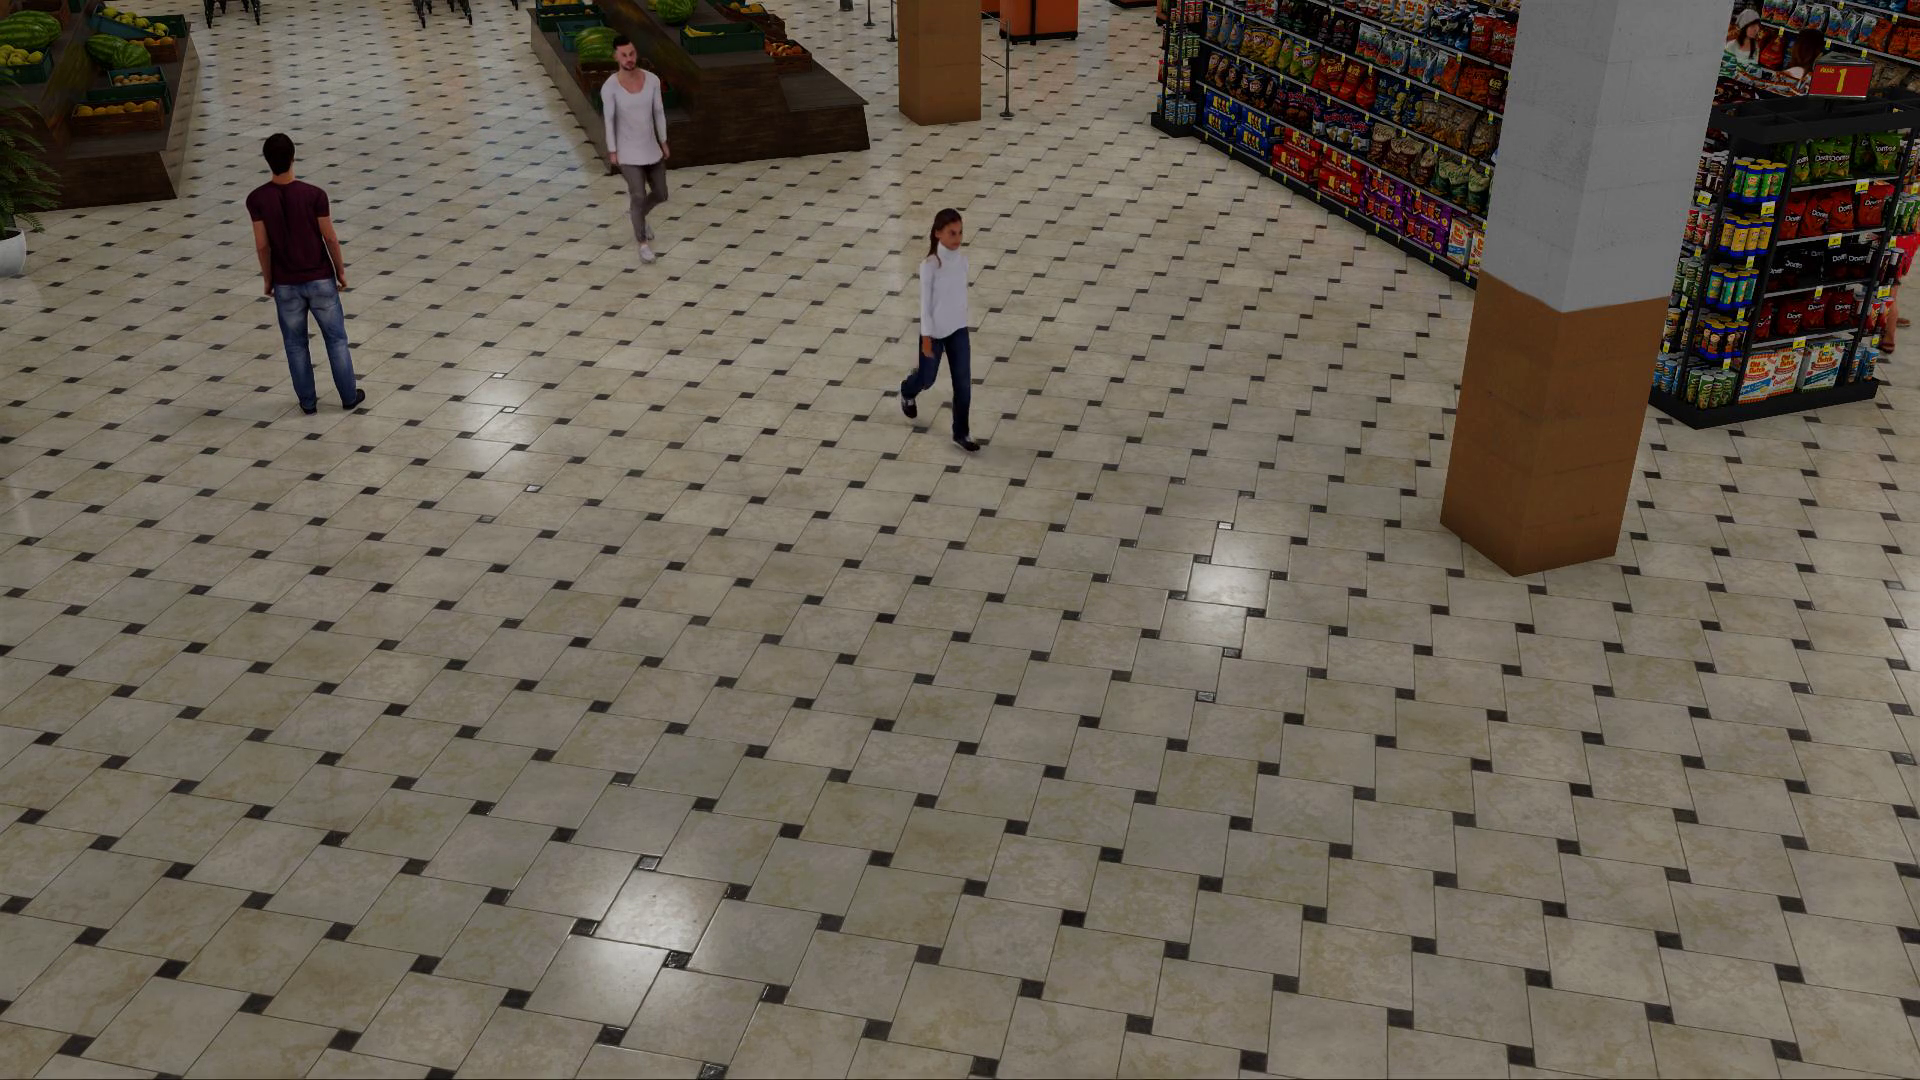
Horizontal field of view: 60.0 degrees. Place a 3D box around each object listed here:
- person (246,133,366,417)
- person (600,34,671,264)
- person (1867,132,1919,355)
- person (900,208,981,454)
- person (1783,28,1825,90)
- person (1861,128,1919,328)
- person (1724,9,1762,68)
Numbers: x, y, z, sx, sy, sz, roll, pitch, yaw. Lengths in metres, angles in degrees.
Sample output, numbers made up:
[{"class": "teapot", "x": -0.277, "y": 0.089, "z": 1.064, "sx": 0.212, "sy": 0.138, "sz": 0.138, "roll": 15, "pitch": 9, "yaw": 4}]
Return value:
[{"class": "person", "x": -4.266, "y": -1.711, "z": 10.794, "sx": 0.678, "sy": 1.852, "sz": 0.551, "roll": -8, "pitch": 30, "yaw": -14}, {"class": "person", "x": -2.650, "y": -3.200, "z": 13.552, "sx": 0.797, "sy": 1.822, "sz": 0.932, "roll": -18, "pitch": 33, "yaw": -29}, {"class": "person", "x": 6.659, "y": -2.049, "z": 11.712, "sx": 0.643, "sy": 1.566, "sz": 0.650, "roll": -6, "pitch": 29, "yaw": -11}, {"class": "person", "x": -0.147, "y": -1.329, "z": 10.423, "sx": 0.626, "sy": 1.537, "sz": 1.002, "roll": -16, "pitch": 32, "yaw": -27}, {"class": "person", "x": 6.898, "y": -3.355, "z": 13.876, "sx": 0.635, "sy": 1.784, "sz": 0.587, "roll": -16, "pitch": 33, "yaw": -27}, {"class": "person", "x": 6.900, "y": -2.457, "z": 12.106, "sx": 0.704, "sy": 1.905, "sz": 0.656, "roll": -17, "pitch": 33, "yaw": -28}, {"class": "person", "x": 7.044, "y": -4.056, "z": 15.310, "sx": 0.583, "sy": 1.641, "sz": 0.559, "roll": -10, "pitch": 30, "yaw": -18}]
